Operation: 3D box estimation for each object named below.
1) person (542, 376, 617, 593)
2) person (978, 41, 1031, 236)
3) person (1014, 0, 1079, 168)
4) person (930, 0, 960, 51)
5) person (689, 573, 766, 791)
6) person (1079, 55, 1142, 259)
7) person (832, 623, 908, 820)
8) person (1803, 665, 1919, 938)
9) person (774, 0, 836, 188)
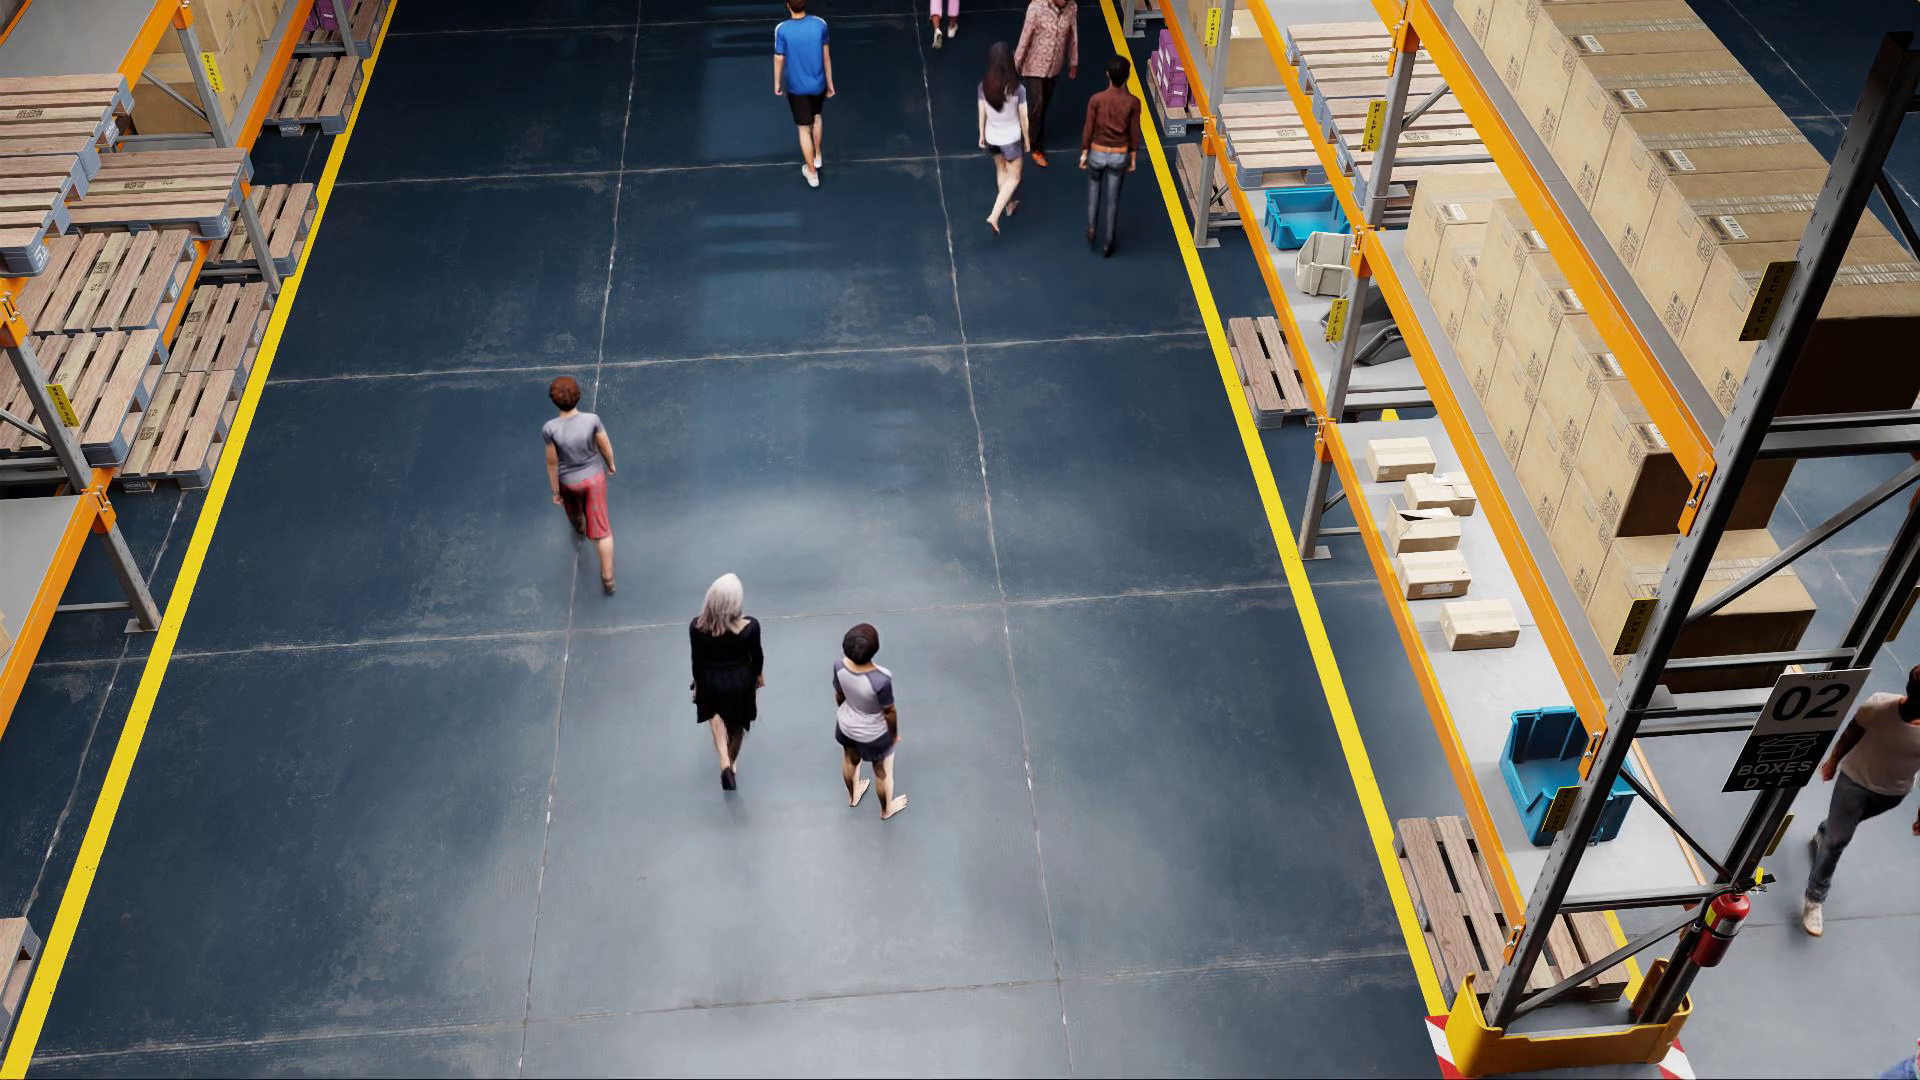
[{"bbox_3d":[-2.543,-0.334,11.276,0.749,1.612,1.147,-12,45,-12],"label":"person"},{"bbox_3d":[0.344,-3.461,14.510,0.933,1.679,1.084,22,48,21],"label":"person"},{"bbox_3d":[0.745,-4.467,15.497,0.949,1.774,1.029,-18,46,-18],"label":"person"},{"bbox_3d":[-0.154,-5.849,16.987,0.682,1.719,1.058,3,44,3],"label":"person"},{"bbox_3d":[-1.364,0.931,9.863,0.630,1.730,0.712,-5,44,-6],"label":"person"},{"bbox_3d":[1.268,-3.237,14.220,0.710,1.754,0.717,3,44,3],"label":"person"},{"bbox_3d":[-0.554,1.070,9.836,0.652,1.565,0.692,23,48,23],"label":"person"},{"bbox_3d":[5.153,1.292,9.392,0.918,1.856,1.179,9,44,9],"label":"person"},{"bbox_3d":[-1.369,-4.068,15.029,0.801,1.842,0.918,-15,45,-15],"label":"person"}]
